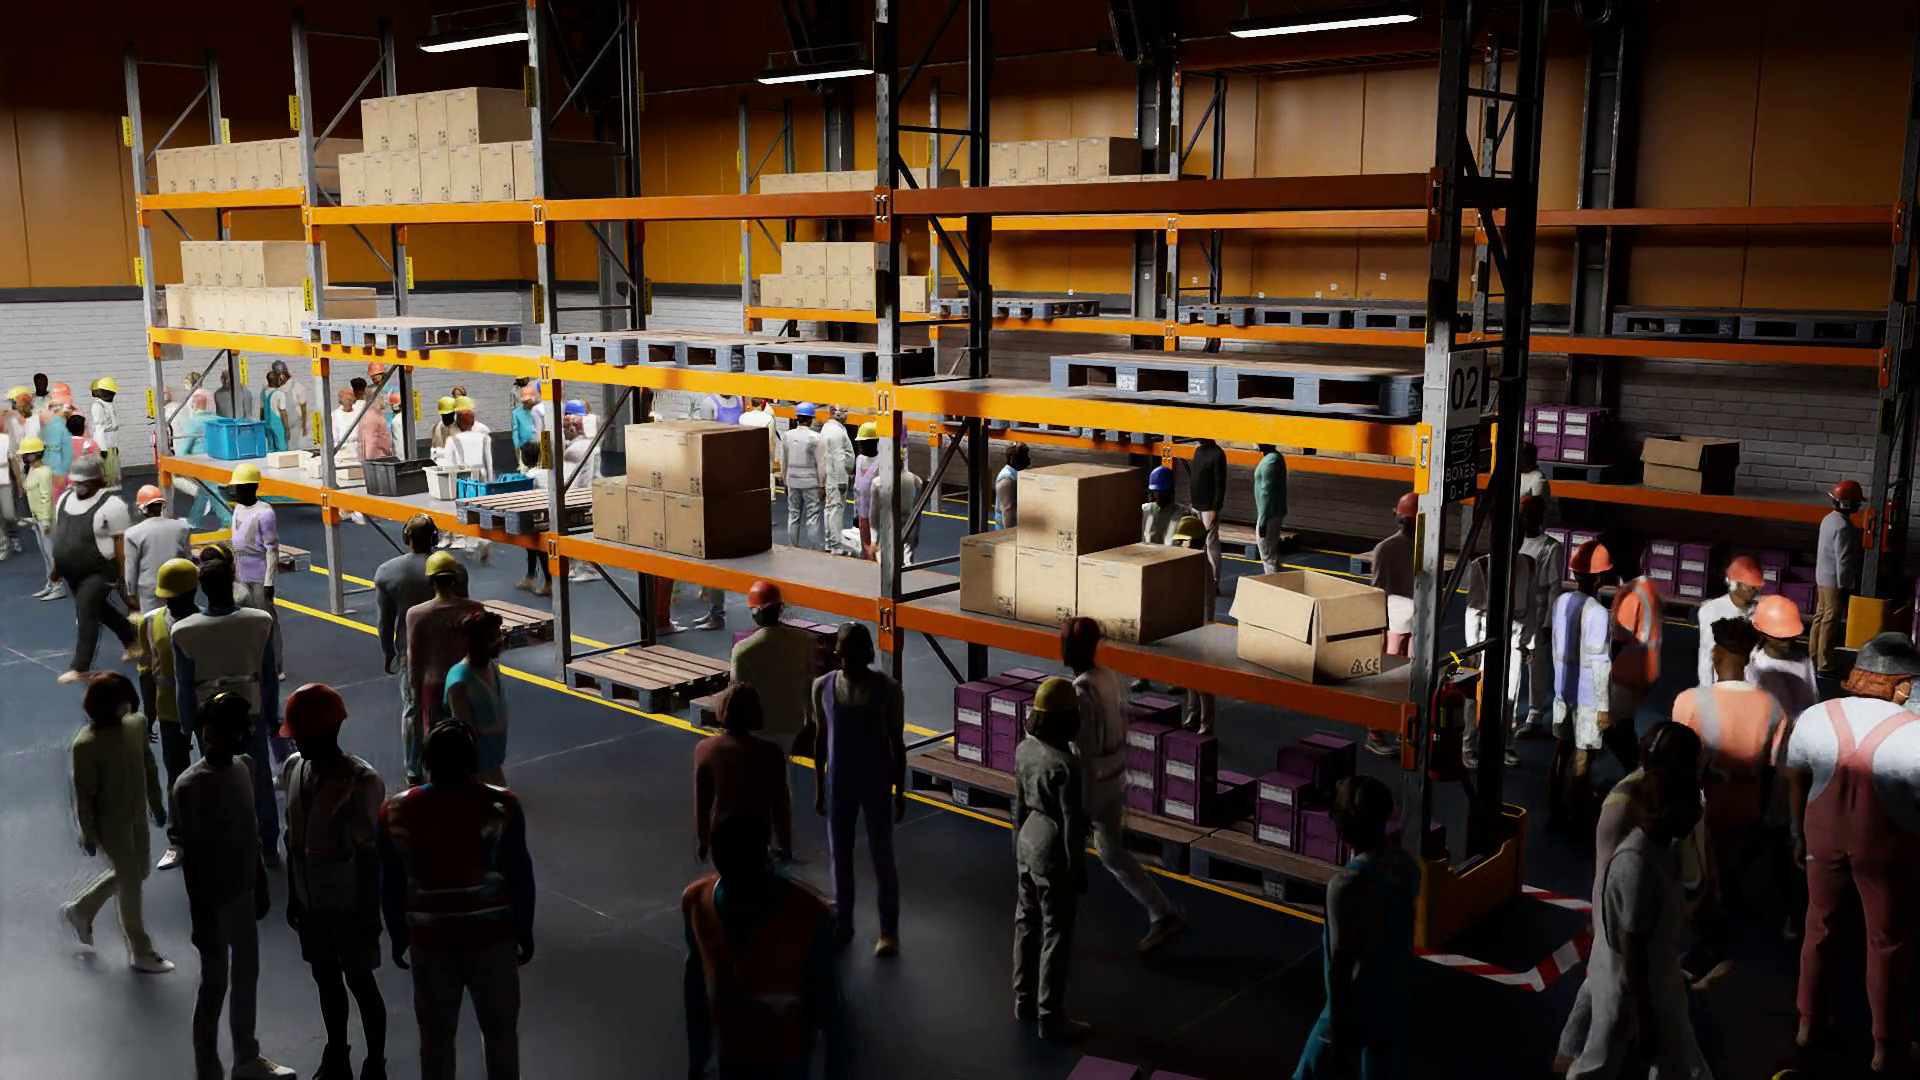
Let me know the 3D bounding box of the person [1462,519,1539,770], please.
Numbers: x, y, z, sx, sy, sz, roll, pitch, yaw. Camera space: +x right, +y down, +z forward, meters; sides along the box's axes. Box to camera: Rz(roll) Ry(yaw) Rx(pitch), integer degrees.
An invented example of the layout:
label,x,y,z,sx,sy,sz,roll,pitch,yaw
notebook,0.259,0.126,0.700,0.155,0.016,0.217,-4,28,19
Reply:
label,x,y,z,sx,sy,sz,roll,pitch,yaw
person,3.898,0.737,12.001,0.578,1.876,0.364,-3,10,-16

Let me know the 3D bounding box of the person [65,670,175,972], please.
label,x,y,z,sx,sy,sz,roll,pitch,yaw
person,-4.448,1.448,8.696,0.653,1.614,0.502,2,10,11

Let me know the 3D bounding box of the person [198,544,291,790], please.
label,x,y,z,sx,sy,sz,roll,pitch,yaw
person,-4.873,0.917,11.182,0.808,1.811,0.537,-6,12,-31

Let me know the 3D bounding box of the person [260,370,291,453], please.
label,x,y,z,sx,sy,sz,roll,pitch,yaw
person,-10.693,-1.730,26.026,0.520,1.844,0.331,5,11,25

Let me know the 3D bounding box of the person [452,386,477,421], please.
label,x,y,z,sx,sy,sz,roll,pitch,yaw
person,-7.713,-1.575,25.764,0.521,1.633,0.313,2,10,11

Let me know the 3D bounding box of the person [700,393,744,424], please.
label,x,y,z,sx,sy,sz,roll,pitch,yaw
person,-3.284,-1.374,23.461,0.682,2.000,0.536,-9,13,-41

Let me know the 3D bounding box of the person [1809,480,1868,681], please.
label,x,y,z,sx,sy,sz,roll,pitch,yaw
person,7.697,0.341,14.575,0.342,1.751,0.564,2,10,13

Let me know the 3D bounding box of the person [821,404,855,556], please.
label,x,y,z,sx,sy,sz,roll,pitch,yaw
person,-1.482,-0.764,20.384,0.406,1.911,0.637,-3,10,-15

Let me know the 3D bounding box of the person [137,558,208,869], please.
label,x,y,z,sx,sy,sz,roll,pitch,yaw
person,-4.678,1.047,10.118,0.584,1.917,0.381,-2,10,-9

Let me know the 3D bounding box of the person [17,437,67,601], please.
label,x,y,z,sx,sy,sz,roll,pitch,yaw
person,-9.824,-0.228,17.782,0.339,1.761,0.527,-9,13,-41

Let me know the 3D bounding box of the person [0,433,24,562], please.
label,x,y,z,sx,sy,sz,roll,pitch,yaw
person,-11.625,-0.644,20.002,0.635,1.806,0.596,-4,11,-24

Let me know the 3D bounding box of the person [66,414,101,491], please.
label,x,y,z,sx,sy,sz,roll,pitch,yaw
person,-10.956,-0.716,20.711,0.537,1.696,0.321,0,10,-3

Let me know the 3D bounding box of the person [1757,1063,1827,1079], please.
label,x,y,z,sx,sy,sz,roll,pitch,yaw
person,1.940,2.184,4.015,0.675,1.806,0.597,4,11,21

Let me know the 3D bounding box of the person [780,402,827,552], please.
label,x,y,z,sx,sy,sz,roll,pitch,yaw
person,-1.842,-0.667,19.737,0.605,1.944,0.413,5,11,26

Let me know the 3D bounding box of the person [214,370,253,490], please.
label,x,y,z,sx,sy,sz,roll,pitch,yaw
person,-11.353,-1.732,26.010,0.650,1.858,0.982,0,10,2

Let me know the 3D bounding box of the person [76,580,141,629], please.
label,x,y,z,sx,sy,sz,roll,pitch,yaw
person,-8.408,0.088,16.319,0.895,1.649,0.552,6,12,32

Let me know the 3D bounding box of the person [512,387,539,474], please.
label,x,y,z,sx,sy,sz,roll,pitch,yaw
person,-6.309,-1.391,24.483,0.562,1.719,0.590,0,10,-3

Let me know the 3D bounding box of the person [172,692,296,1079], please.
label,x,y,z,sx,sy,sz,roll,pitch,yaw
person,-3.215,1.573,7.315,0.325,1.861,0.514,2,10,13

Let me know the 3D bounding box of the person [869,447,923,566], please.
label,x,y,z,sx,sy,sz,roll,pitch,yaw
person,-0.655,-0.075,16.748,0.593,1.822,0.411,-6,12,-32

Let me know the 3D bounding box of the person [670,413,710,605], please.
label,x,y,z,sx,sy,sz,roll,pitch,yaw
person,-2.893,-0.344,17.636,0.694,2.000,0.545,-4,11,-21

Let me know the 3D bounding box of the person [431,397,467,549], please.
label,x,y,z,sx,sy,sz,roll,pitch,yaw
person,-6.354,-0.840,20.800,0.588,1.917,0.384,3,11,19

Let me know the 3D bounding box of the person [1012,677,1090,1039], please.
label,x,y,z,sx,sy,sz,roll,pitch,yaw
person,0.447,1.511,8.006,0.328,1.738,0.502,-6,12,-30

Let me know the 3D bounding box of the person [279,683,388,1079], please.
label,x,y,z,sx,sy,sz,roll,pitch,yaw
person,-2.739,1.553,7.239,0.543,1.929,0.385,5,11,27

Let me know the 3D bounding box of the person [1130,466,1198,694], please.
label,x,y,z,sx,sy,sz,roll,pitch,yaw
person,1.708,0.335,14.056,0.610,1.946,0.405,3,10,17

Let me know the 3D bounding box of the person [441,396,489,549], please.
label,x,y,z,sx,sy,sz,roll,pitch,yaw
person,-6.170,-0.842,20.774,0.593,1.924,0.381,-1,10,-6

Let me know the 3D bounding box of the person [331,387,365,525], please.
label,x,y,z,sx,sy,sz,roll,pitch,yaw
person,-8.282,-1.136,22.585,0.596,1.872,0.446,-6,11,-29

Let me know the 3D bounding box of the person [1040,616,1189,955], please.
label,x,y,z,sx,sy,sz,roll,pitch,yaw
person,0.785,1.314,8.839,0.873,1.851,0.605,5,11,27

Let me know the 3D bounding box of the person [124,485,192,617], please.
label,x,y,z,sx,sy,sz,roll,pitch,yaw
person,-6.900,0.389,14.338,0.569,1.742,0.351,-10,14,-44

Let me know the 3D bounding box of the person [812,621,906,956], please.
label,x,y,z,sx,sy,sz,roll,pitch,yaw
person,-0.536,1.318,8.862,0.513,1.833,0.348,2,10,11

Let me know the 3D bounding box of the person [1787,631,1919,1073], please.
label,x,y,z,sx,sy,sz,roll,pitch,yaw
person,4.224,1.411,7.714,0.536,2.000,0.680,-8,13,-37

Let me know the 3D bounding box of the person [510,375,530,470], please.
label,x,y,z,sx,sy,sz,roll,pitch,yaw
person,-7.337,-2.028,28.039,0.490,1.730,0.320,-1,10,-3

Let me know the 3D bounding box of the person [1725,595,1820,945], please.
label,x,y,z,sx,sy,sz,roll,pitch,yaw
person,4.496,1.225,9.170,0.620,1.898,0.670,-5,11,-27

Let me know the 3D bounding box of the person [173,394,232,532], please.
label,x,y,z,sx,sy,sz,roll,pitch,yaw
person,-9.955,-0.982,21.790,1.039,1.841,0.654,3,10,17

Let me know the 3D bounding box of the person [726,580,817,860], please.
label,x,y,z,sx,sy,sz,roll,pitch,yaw
person,-1.204,1.098,10.328,0.587,1.730,0.593,-7,12,-35

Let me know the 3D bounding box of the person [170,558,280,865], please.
label,x,y,z,sx,sy,sz,roll,pitch,yaw
person,-4.400,1.065,10.023,0.590,1.916,0.398,-7,12,-35

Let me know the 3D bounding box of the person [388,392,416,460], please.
label,x,y,z,sx,sy,sz,roll,pitch,yaw
person,-7.798,-1.190,23.239,0.344,1.747,0.572,1,10,7

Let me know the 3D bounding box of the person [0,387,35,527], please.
label,x,y,z,sx,sy,sz,roll,pitch,yaw
person,-12.608,-1.113,22.403,0.608,1.885,0.678,5,11,26

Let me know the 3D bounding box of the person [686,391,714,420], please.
label,x,y,z,sx,sy,sz,roll,pitch,yaw
person,-4.270,-1.936,27.480,0.484,1.744,0.294,-1,10,-5

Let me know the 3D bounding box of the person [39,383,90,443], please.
label,x,y,z,sx,sy,sz,roll,pitch,yaw
person,-11.717,-1.068,21.851,0.612,1.997,0.375,-1,10,-8

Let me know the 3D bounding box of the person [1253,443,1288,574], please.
label,x,y,z,sx,sy,sz,roll,pitch,yaw
person,3.215,-0.230,17.318,0.373,1.931,0.631,3,11,18

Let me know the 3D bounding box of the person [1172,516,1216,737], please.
label,x,y,z,sx,sy,sz,roll,pitch,yaw
person,1.757,0.692,12.564,0.330,1.764,0.528,-2,10,-11
